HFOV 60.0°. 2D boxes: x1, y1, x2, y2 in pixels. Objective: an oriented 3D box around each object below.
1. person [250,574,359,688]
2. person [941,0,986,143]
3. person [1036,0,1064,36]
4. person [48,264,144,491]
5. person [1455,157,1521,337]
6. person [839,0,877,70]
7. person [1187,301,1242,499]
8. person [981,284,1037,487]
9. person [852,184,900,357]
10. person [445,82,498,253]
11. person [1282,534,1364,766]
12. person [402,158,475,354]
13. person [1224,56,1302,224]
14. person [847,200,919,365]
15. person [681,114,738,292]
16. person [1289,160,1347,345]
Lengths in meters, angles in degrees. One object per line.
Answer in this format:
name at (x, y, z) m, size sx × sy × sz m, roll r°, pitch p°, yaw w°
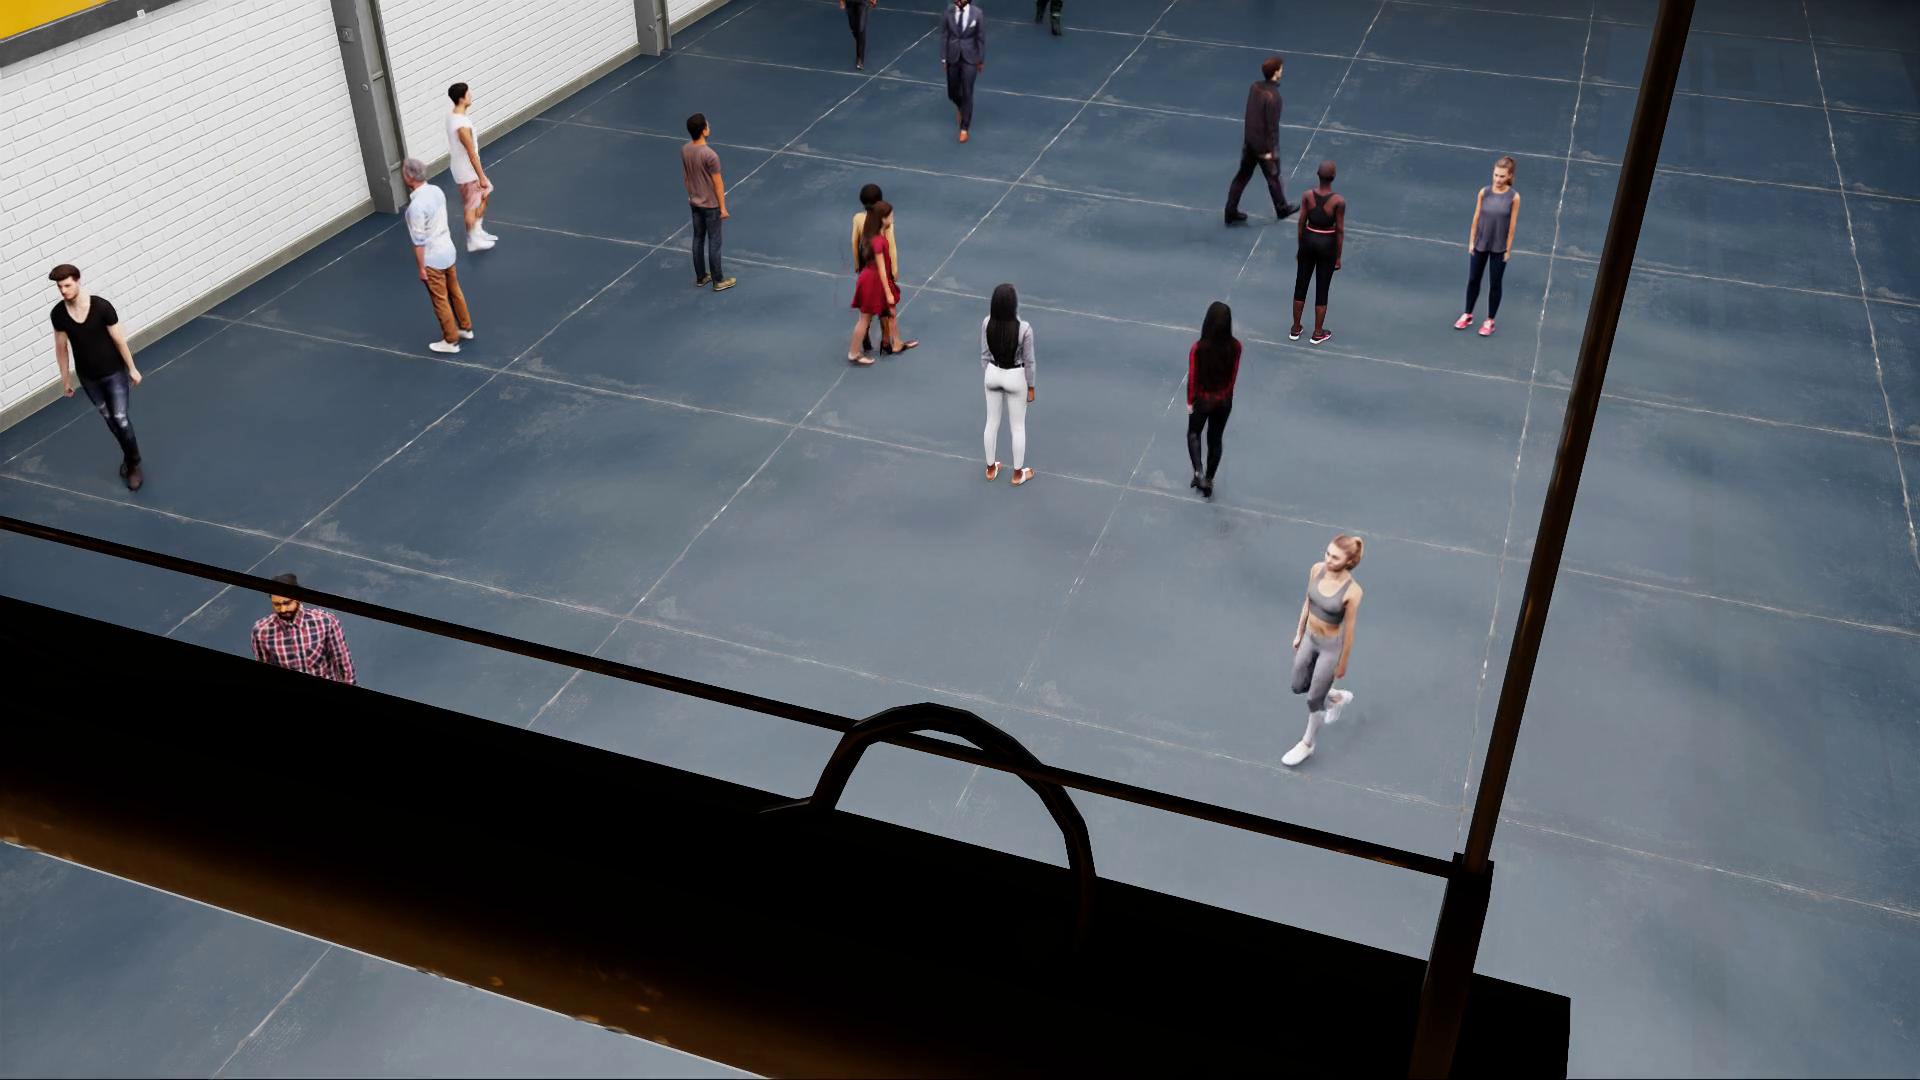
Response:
person at (-3.891, 0.931, 10.010) m, size 0.980 × 1.743 × 1.078 m, roll -8°, pitch 35°, yaw -12°
person at (0.043, -5.795, 20.074) m, size 0.777 × 1.805 × 1.026 m, roll 7°, pitch 34°, yaw 10°
person at (1.278, -8.129, 23.571) m, size 0.957 × 1.820 × 1.162 m, roll -5°, pitch 34°, yaw -7°
person at (-6.868, -1.382, 13.368) m, size 0.877 × 1.878 × 0.953 m, roll -3°, pitch 34°, yaw -5°
person at (4.979, -2.753, 15.569) m, size 0.589 × 1.725 × 0.587 m, roll 19°, pitch 38°, yaw 26°
person at (-1.371, -7.302, 22.389) m, size 0.825 × 1.751 × 1.196 m, roll 4°, pitch 34°, yaw 6°
person at (2.013, -1.053, 13.080) m, size 0.683 × 1.648 × 0.708 m, roll -5°, pitch 34°, yaw -7°
person at (0.372, -1.252, 13.313) m, size 0.607 × 1.723 × 0.507 m, roll 14°, pitch 36°, yaw 19°
person at (-0.780, -2.467, 15.204) m, size 0.581 × 1.653 × 0.533 m, roll 13°, pitch 36°, yaw 19°
person at (-5.150, -3.799, 17.098) m, size 0.865 × 1.775 × 0.809 m, roll -16°, pitch 37°, yaw -22°
person at (2.344, 0.653, 10.471) m, size 0.955 × 1.695 × 0.853 m, roll -20°, pitch 39°, yaw -28°
person at (-4.807, -2.621, 15.285) m, size 0.770 × 1.819 × 0.566 m, roll 7°, pitch 34°, yaw 10°
person at (3.115, -4.198, 17.678) m, size 1.211 × 1.797 × 1.155 m, roll -15°, pitch 36°, yaw -21°
person at (-0.850, -2.323, 15.107) m, size 0.872 × 1.519 × 0.929 m, roll 0°, pitch 34°, yaw 0°
person at (-2.517, -3.326, 16.382) m, size 0.680 × 1.779 × 0.633 m, roll 22°, pitch 39°, yaw 29°
person at (3.310, -2.677, 15.425) m, size 0.618 × 1.758 × 0.565 m, roll 16°, pitch 37°, yaw 23°
